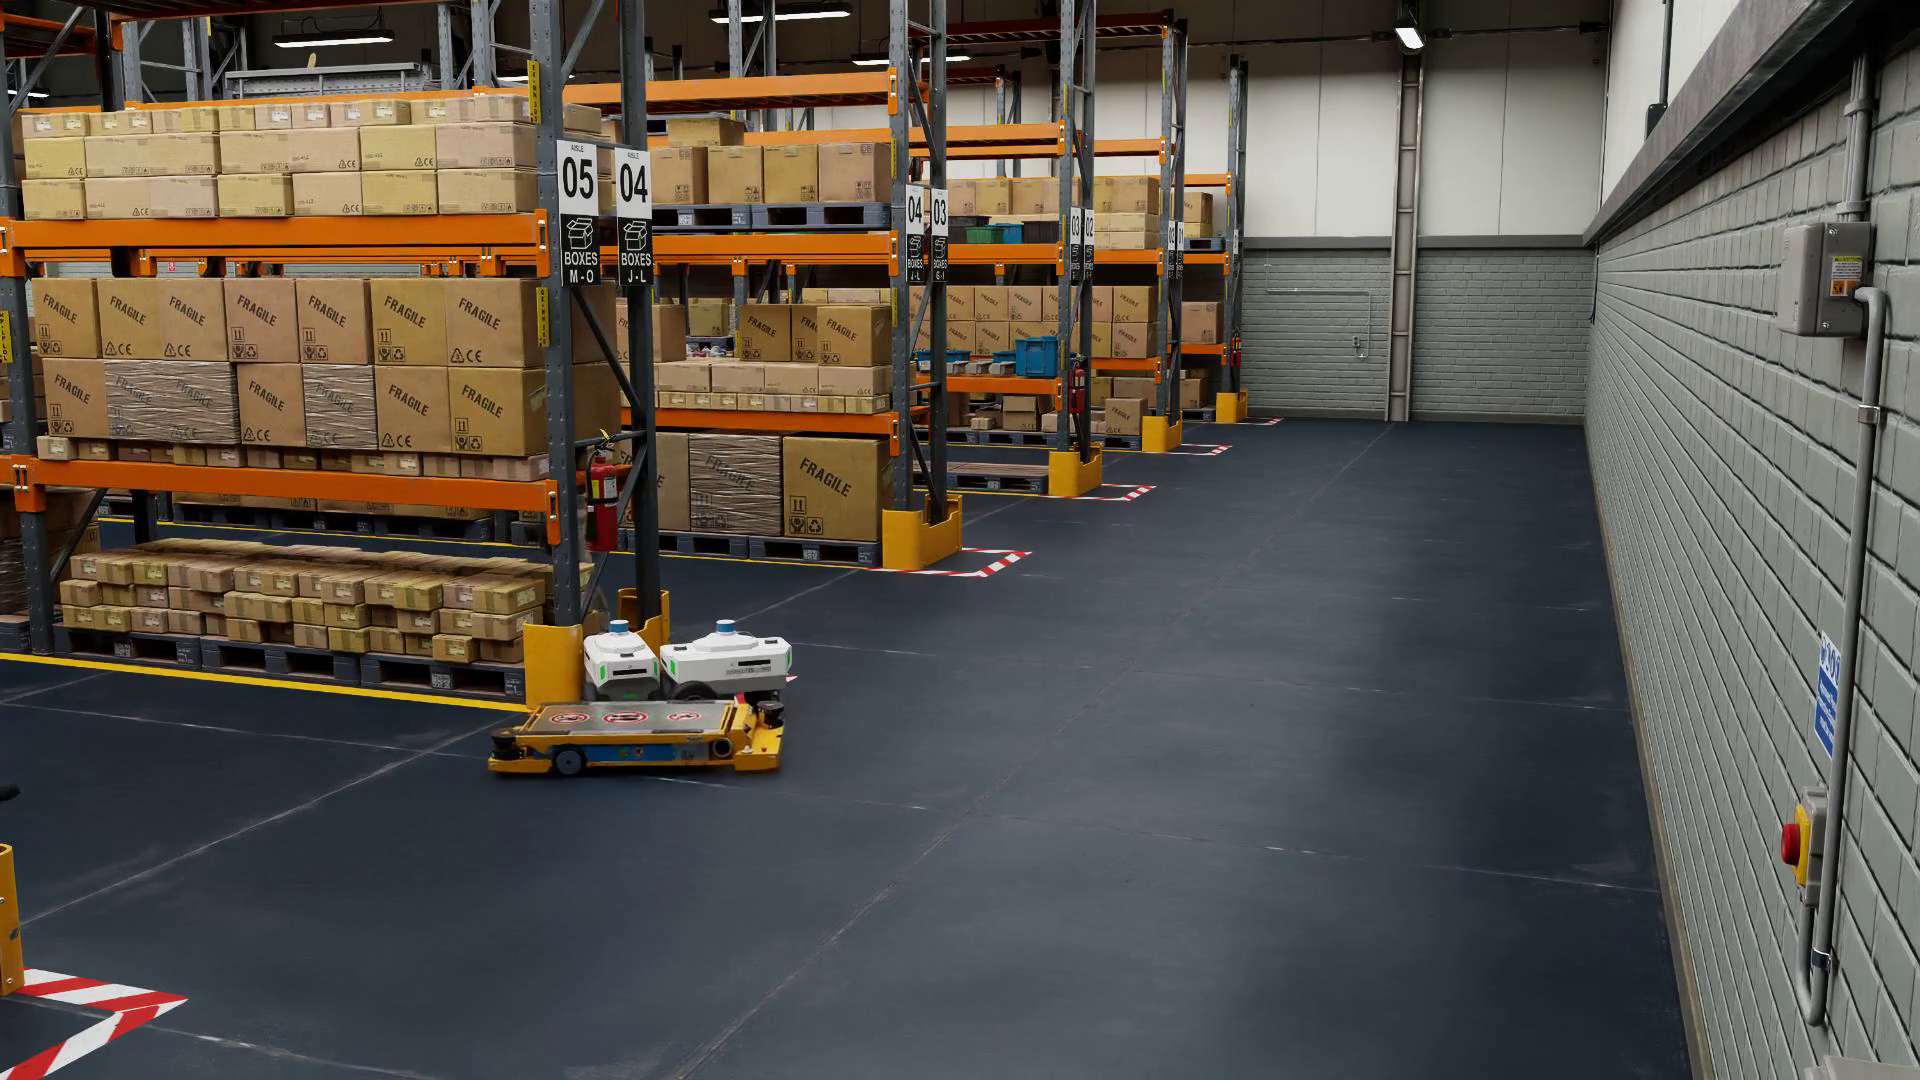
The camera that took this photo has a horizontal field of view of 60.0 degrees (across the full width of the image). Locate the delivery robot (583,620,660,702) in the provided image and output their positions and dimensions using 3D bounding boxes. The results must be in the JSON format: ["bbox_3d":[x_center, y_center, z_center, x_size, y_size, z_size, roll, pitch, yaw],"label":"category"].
[{"bbox_3d":[-1.906,0.692,9.333,0.477,0.478,0.707,-3,10,-20],"label":"delivery robot"}]

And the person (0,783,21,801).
[{"bbox_3d":[-5.010,0.326,7.747,0.932,1.907,0.557,-2,9,-14],"label":"person"}]

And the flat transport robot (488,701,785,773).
[{"bbox_3d":[-1.636,1.003,8.566,1.431,0.197,0.652,0,9,-3],"label":"flat transport robot"}]

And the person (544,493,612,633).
[{"bbox_3d":[-2.532,-0.062,11.087,0.857,1.589,0.534,3,10,20],"label":"person"}]

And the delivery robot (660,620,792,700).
[{"bbox_3d":[-1.309,0.691,9.337,0.707,0.478,0.477,-3,10,-19],"label":"delivery robot"}]

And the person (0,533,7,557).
[{"bbox_3d":[-6.038,-0.047,10.013,0.577,1.919,0.544,3,9,15],"label":"person"}]
